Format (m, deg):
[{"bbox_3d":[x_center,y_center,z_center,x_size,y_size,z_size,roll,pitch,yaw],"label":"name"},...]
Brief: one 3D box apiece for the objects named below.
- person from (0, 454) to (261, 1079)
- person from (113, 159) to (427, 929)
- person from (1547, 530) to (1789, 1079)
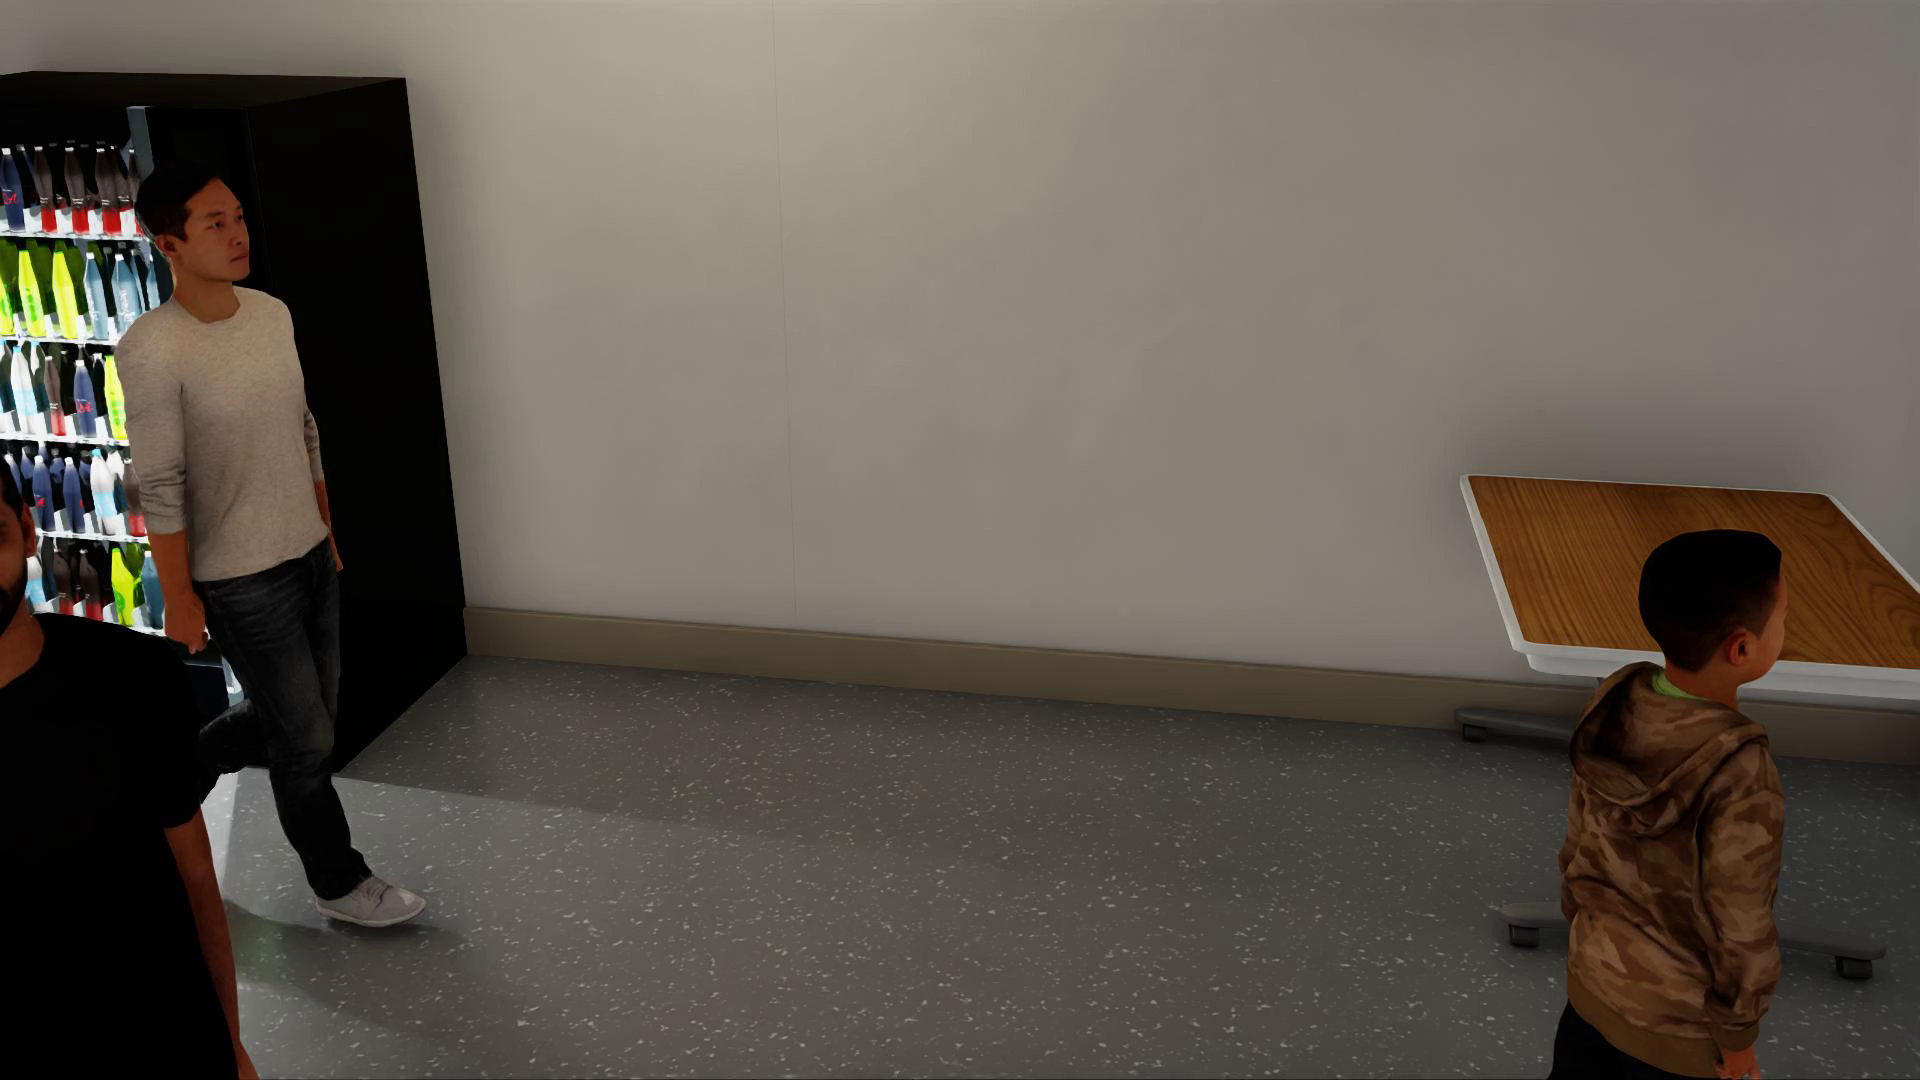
[{"bbox_3d":[-1.138,0.699,2.117,0.730,1.758,0.766,-18,28,-40],"label":"person"},{"bbox_3d":[-1.664,0.055,3.767,1.002,1.794,0.685,5,21,14],"label":"person"},{"bbox_3d":[1.087,0.674,2.610,0.705,1.455,0.673,-7,22,-17],"label":"person"}]
